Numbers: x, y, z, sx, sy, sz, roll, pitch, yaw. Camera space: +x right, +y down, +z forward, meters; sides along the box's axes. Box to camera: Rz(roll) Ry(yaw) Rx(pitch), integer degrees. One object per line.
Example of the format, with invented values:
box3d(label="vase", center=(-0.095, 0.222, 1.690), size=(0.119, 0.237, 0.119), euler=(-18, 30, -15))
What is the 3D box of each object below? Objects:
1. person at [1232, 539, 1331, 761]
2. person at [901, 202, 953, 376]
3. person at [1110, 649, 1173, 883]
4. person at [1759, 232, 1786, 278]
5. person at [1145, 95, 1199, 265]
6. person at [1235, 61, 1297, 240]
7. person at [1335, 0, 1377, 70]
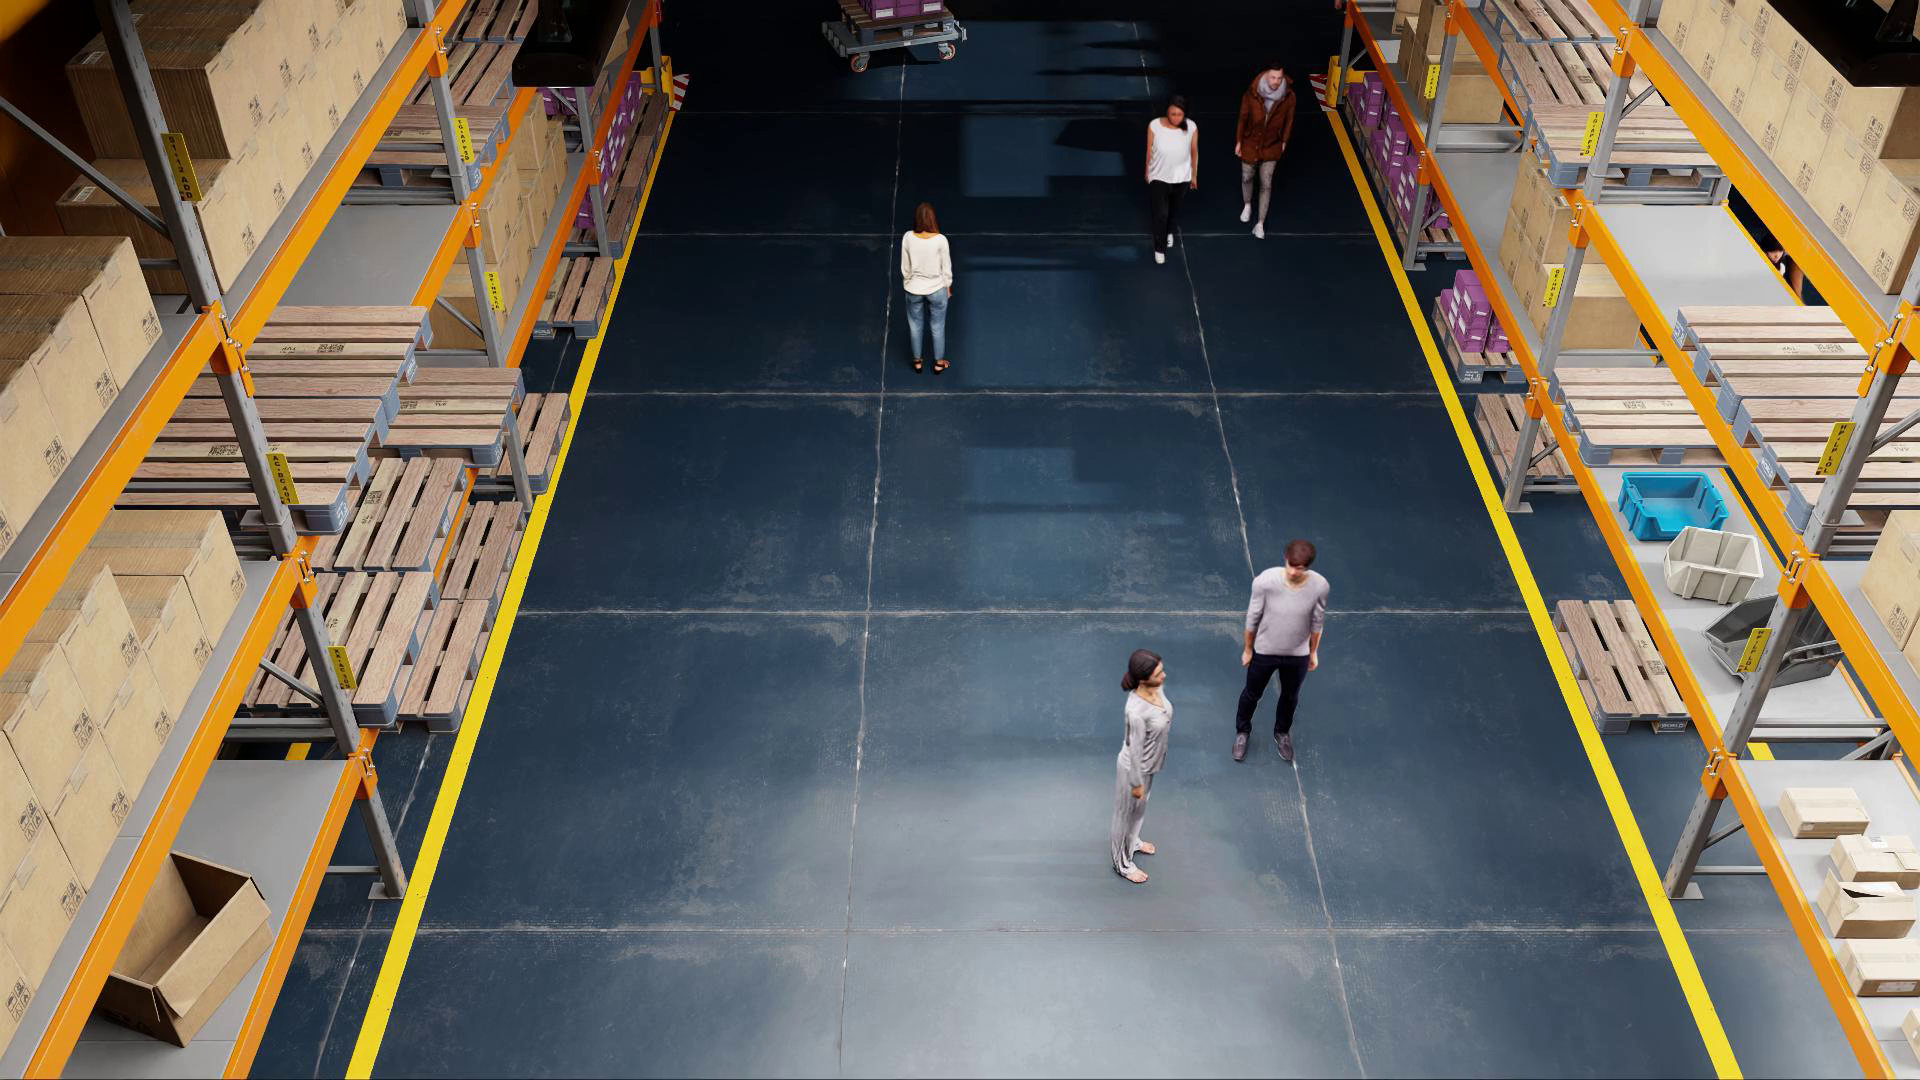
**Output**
box3d(label="person", center=(2.122, 0.705, 10.998), size=(0.664, 1.842, 0.543), euler=(2, 39, 3))
box3d(label="person", center=(-0.302, -2.231, 14.801), size=(0.667, 1.683, 0.627), euler=(9, 40, 11))
box3d(label="person", center=(1.096, 1.365, 10.225), size=(0.714, 1.774, 0.577), euler=(13, 40, 16))
box3d(label="person", center=(6.831, -1.982, 14.534), size=(0.650, 1.626, 0.663), euler=(-4, 39, -5))
box3d(label="person", center=(2.101, -3.674, 16.624), size=(0.680, 1.661, 0.999), euler=(-2, 39, -3))
box3d(label="person", center=(3.070, -4.059, 16.997), size=(0.824, 1.797, 1.058), euler=(8, 39, 10))
box3d(label="person", center=(4.845, -6.551, 20.090), size=(0.911, 1.833, 0.933), euler=(12, 40, 15))
